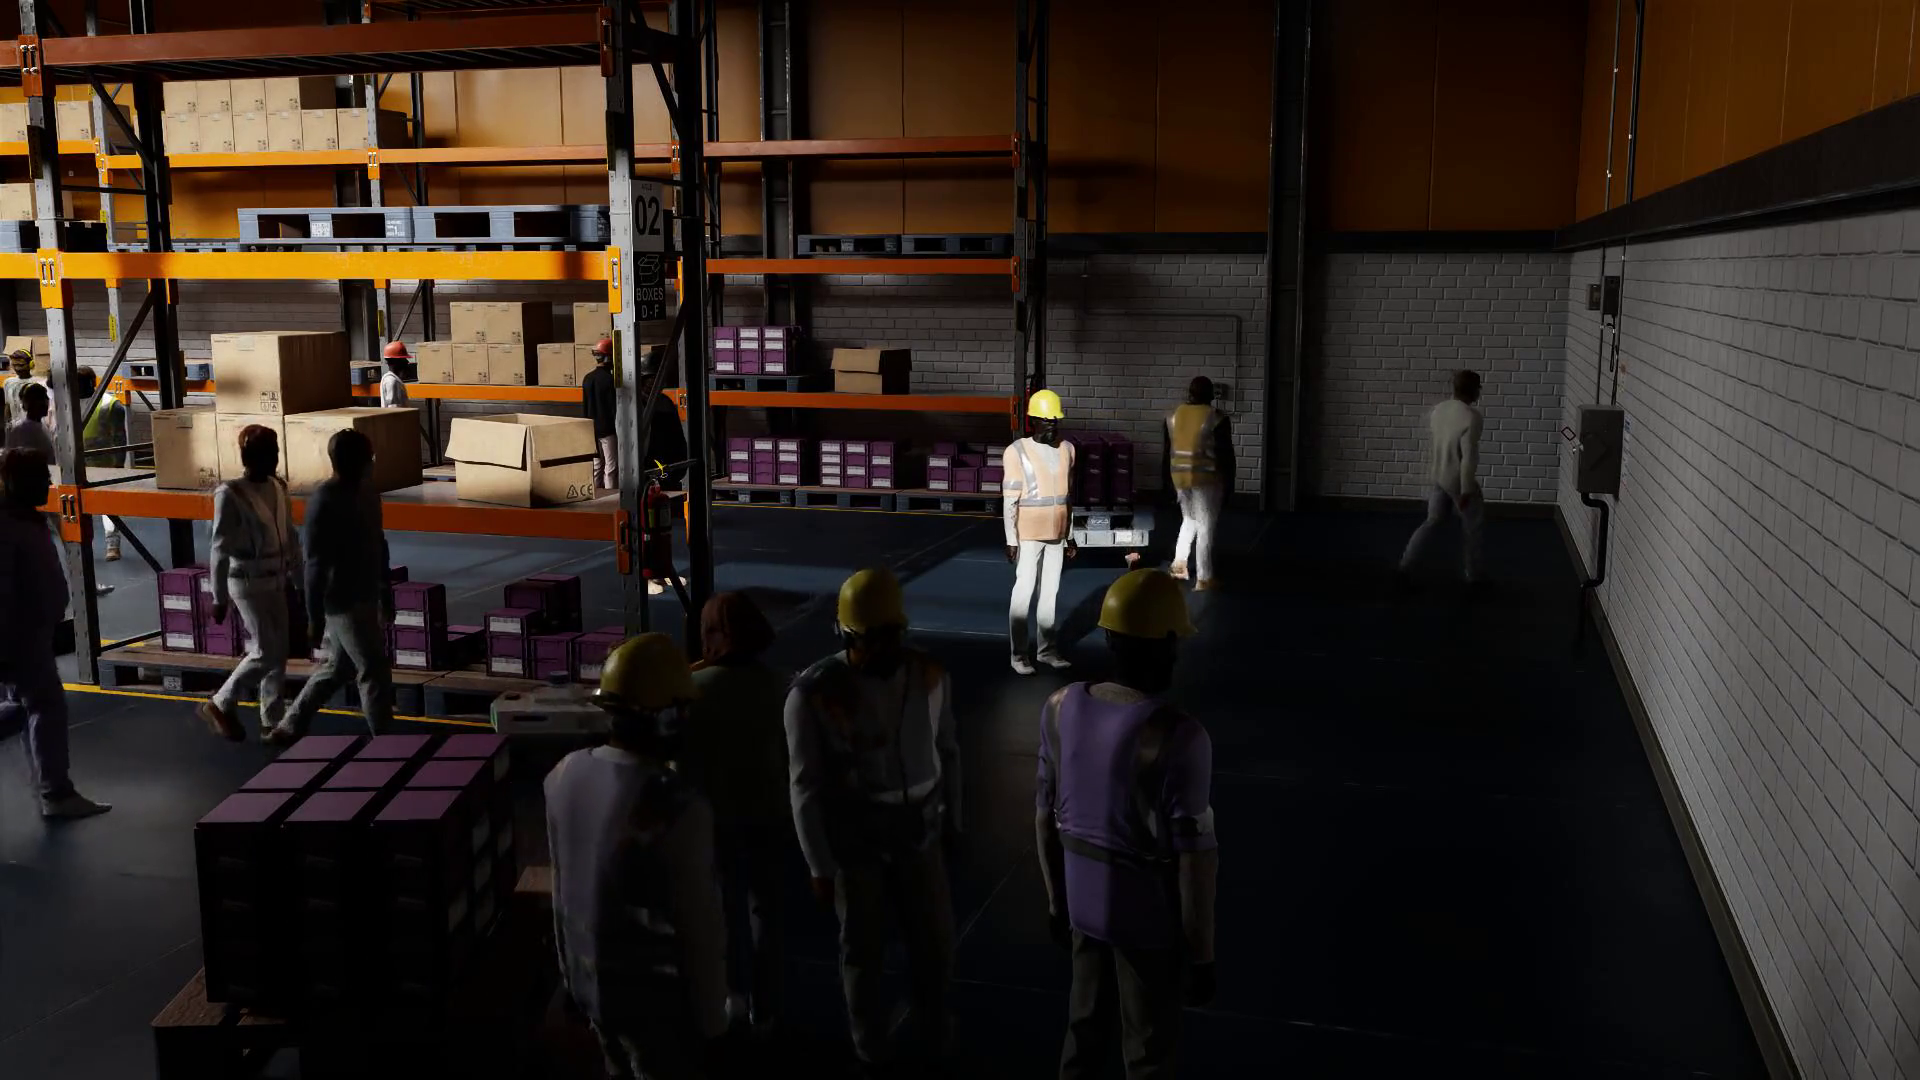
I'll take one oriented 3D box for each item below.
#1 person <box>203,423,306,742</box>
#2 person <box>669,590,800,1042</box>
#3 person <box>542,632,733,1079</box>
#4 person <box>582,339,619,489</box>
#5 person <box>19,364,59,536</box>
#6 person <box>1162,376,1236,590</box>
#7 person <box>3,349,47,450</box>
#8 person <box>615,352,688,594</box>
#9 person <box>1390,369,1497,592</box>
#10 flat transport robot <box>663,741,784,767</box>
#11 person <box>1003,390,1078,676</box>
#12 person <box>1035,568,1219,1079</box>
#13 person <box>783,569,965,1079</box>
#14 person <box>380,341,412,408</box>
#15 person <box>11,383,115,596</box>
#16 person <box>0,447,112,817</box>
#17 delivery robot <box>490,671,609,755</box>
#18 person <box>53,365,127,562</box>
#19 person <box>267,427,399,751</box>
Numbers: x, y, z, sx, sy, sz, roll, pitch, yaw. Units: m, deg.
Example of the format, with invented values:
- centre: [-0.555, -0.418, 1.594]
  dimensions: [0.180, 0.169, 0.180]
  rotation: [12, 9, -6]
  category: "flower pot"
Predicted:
- centre: [-4.005, 0.267, 9.460]
  dimensions: [0.457, 1.869, 0.600]
  rotation: [2, 9, 10]
  category: "person"
- centre: [-0.770, 0.974, 5.895]
  dimensions: [0.542, 1.619, 0.359]
  rotation: [-3, 10, -17]
  category: "person"
- centre: [-0.846, 1.147, 4.261]
  dimensions: [0.603, 1.819, 0.528]
  rotation: [9, 13, 42]
  category: "person"
- centre: [-3.734, -1.128, 17.606]
  dimensions: [0.608, 1.987, 0.388]
  rotation: [8, 12, 41]
  category: "person"
- centre: [-9.310, -0.952, 17.086]
  dimensions: [0.681, 1.807, 0.601]
  rotation: [-7, 12, -36]
  category: "person"
- centre: [2.039, -0.482, 14.181]
  dimensions: [0.703, 1.814, 0.436]
  rotation: [8, 12, 39]
  category: "person"
- centre: [-10.098, -1.138, 18.043]
  dimensions: [0.519, 1.865, 0.328]
  rotation: [-1, 9, -9]
  category: "person"
- centre: [-2.557, -0.578, 14.087]
  dimensions: [0.539, 2.000, 0.688]
  rotation: [4, 10, 23]
  category: "person"
- centre: [4.093, -0.484, 13.956]
  dimensions: [0.939, 1.908, 0.631]
  rotation: [-4, 10, -23]
  category: "person"
- centre: [-1.167, 1.069, 9.431]
  dimensions: [0.652, 0.197, 1.431]
  rotation: [7, 12, 36]
  category: "flat transport robot"
- centre: [0.561, -0.054, 11.239]
  dimensions: [0.594, 1.924, 0.379]
  rotation: [-7, 11, -36]
  category: "person"
- centre: [0.481, 1.029, 4.637]
  dimensions: [0.375, 1.925, 0.595]
  rotation: [-9, 13, -43]
  category: "person"
- centre: [-0.223, 0.976, 5.358]
  dimensions: [0.649, 1.802, 0.550]
  rotation: [-5, 10, -27]
  category: "person"
- centre: [-6.112, -1.187, 18.114]
  dimensions: [0.360, 1.939, 0.543]
  rotation: [-4, 10, -21]
  category: "person"
- centre: [-7.592, -0.391, 13.691]
  dimensions: [1.004, 1.810, 0.486]
  rotation: [1, 9, 6]
  category: "person"
- centre: [-4.723, 0.471, 8.215]
  dimensions: [0.768, 1.878, 0.652]
  rotation: [-3, 10, -19]
  category: "person"
- centre: [-2.161, 0.952, 8.996]
  dimensions: [0.707, 0.478, 0.477]
  rotation: [0, 9, 0]
  category: "delivery robot"
- centre: [-8.099, -0.710, 15.501]
  dimensions: [0.623, 1.844, 0.430]
  rotation: [-1, 9, -9]
  category: "person"
- centre: [-3.349, 0.334, 8.957]
  dimensions: [0.961, 1.909, 0.646]
  rotation: [1, 9, 5]
  category: "person"
